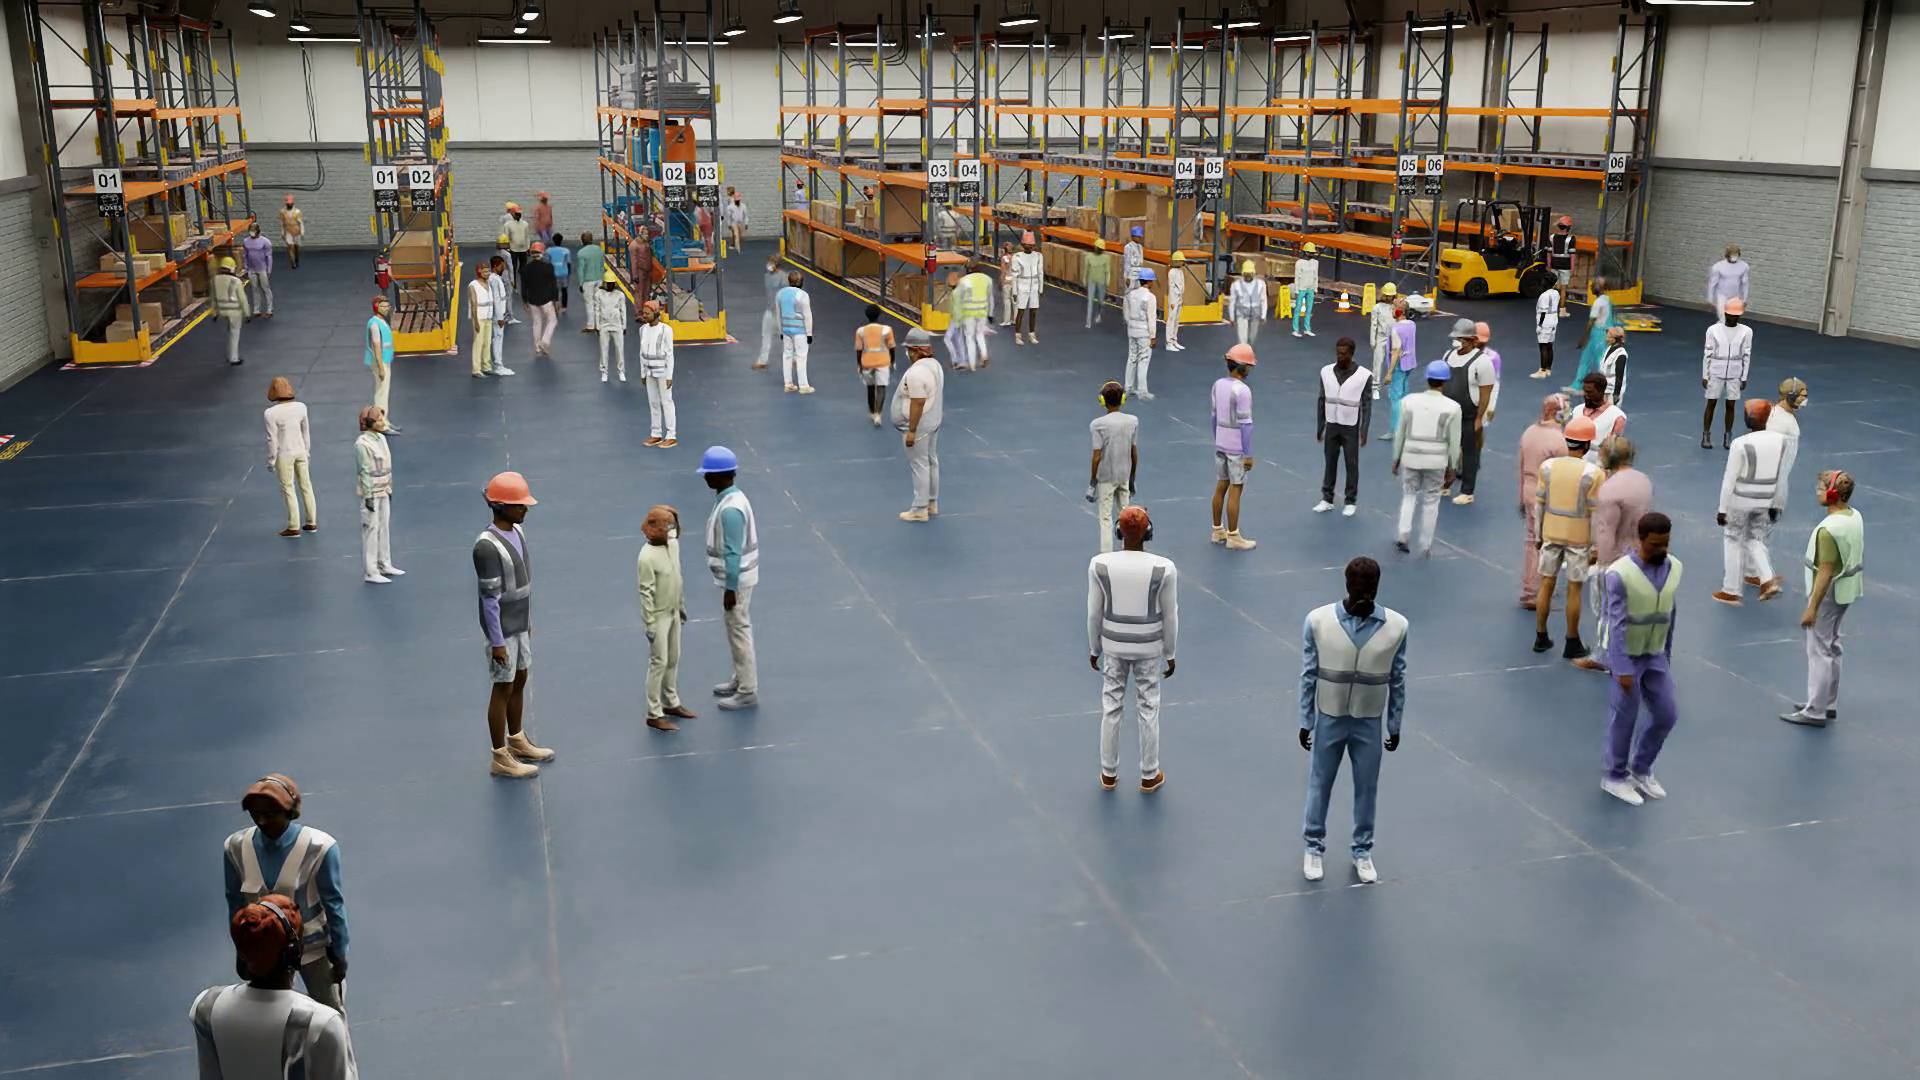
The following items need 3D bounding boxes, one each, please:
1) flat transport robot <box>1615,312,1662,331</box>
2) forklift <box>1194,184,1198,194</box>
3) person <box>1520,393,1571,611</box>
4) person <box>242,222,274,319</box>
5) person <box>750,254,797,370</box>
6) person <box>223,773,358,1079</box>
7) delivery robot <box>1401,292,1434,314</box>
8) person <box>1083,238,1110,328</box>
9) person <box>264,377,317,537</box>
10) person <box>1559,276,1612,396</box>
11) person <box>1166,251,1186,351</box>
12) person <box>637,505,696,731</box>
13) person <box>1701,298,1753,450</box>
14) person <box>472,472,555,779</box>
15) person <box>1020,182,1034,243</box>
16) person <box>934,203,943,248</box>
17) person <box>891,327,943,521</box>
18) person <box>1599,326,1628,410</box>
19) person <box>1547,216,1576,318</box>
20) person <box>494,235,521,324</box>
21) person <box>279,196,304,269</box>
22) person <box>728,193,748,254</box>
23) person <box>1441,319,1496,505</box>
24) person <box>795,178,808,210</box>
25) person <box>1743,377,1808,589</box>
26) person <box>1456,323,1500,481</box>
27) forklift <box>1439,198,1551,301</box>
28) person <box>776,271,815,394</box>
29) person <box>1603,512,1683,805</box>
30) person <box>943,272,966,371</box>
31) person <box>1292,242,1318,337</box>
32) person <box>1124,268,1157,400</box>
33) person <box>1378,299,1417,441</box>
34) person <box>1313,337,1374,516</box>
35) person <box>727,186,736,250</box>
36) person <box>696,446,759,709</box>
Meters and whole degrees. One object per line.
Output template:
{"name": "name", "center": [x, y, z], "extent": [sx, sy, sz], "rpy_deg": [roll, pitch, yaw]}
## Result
{"name": "flat transport robot", "center": [13.153, -4.234, 32.259], "extent": [0.652, 0.197, 1.431], "rpy_deg": [3, 15, 13]}
{"name": "forklift", "center": [7.392, -11.333, 53.972], "extent": [1.873, 2.768, 1.129], "rpy_deg": [-4, 15, -15]}
{"name": "person", "center": [5.121, -0.335, 14.478], "extent": [0.400, 1.908, 0.644], "rpy_deg": [-3, 15, -10]}
{"name": "person", "center": [-14.160, -5.429, 33.562], "extent": [0.632, 1.940, 0.372], "rpy_deg": [2, 15, 9]}
{"name": "person", "center": [-3.013, -3.744, 27.317], "extent": [0.925, 1.897, 0.643], "rpy_deg": [-14, 20, -41]}
{"name": "person", "center": [-2.851, 1.759, 7.110], "extent": [0.514, 1.631, 0.318], "rpy_deg": [1, 15, 3]}
{"name": "delivery robot", "center": [9.177, -4.763, 33.529], "extent": [0.707, 0.478, 0.477], "rpy_deg": [-4, 15, -15]}
{"name": "person", "center": [2.655, -5.042, 32.524], "extent": [0.533, 1.730, 0.709], "rpy_deg": [-1, 15, -2]}
{"name": "person", "center": [-6.808, -0.842, 16.883], "extent": [0.282, 1.633, 0.501], "rpy_deg": [8, 17, 29]}
{"name": "person", "center": [9.303, -2.983, 24.592], "extent": [0.875, 1.805, 0.542], "rpy_deg": [9, 17, 30]}
{"name": "person", "center": [3.827, -4.223, 29.398], "extent": [0.294, 1.744, 0.485], "rpy_deg": [7, 17, 26]}
{"name": "person", "center": [-2.084, 0.539, 11.710], "extent": [0.277, 1.623, 0.511], "rpy_deg": [5, 16, 17]}
{"name": "person", "center": [9.693, -2.100, 21.058], "extent": [0.544, 1.930, 0.388], "rpy_deg": [4, 15, 15]}
{"name": "person", "center": [-2.922, 0.552, 10.881], "extent": [0.404, 2.035, 0.606], "rpy_deg": [1, 15, 5]}
{"name": "person", "center": [2.044, -10.040, 51.043], "extent": [0.521, 1.874, 0.328], "rpy_deg": [-8, 17, -28]}
{"name": "person", "center": [-0.598, -9.242, 48.285], "extent": [0.296, 1.744, 0.493], "rpy_deg": [-1, 15, -5]}
{"name": "person", "center": [-0.465, -1.229, 17.563], "extent": [0.537, 2.000, 0.689], "rpy_deg": [5, 16, 18]}
{"name": "person", "center": [8.090, -1.836, 20.639], "extent": [0.313, 1.633, 0.518], "rpy_deg": [1, 15, 2]}
{"name": "person", "center": [12.230, -5.554, 33.824], "extent": [0.367, 2.048, 0.607], "rpy_deg": [-13, 20, -41]}
{"name": "person", "center": [-8.995, -5.165, 32.945], "extent": [0.487, 1.744, 0.294], "rpy_deg": [11, 18, 35]}
{"name": "person", "center": [-17.520, -8.082, 43.661], "extent": [0.553, 1.892, 0.994], "rpy_deg": [-5, 16, -19]}
{"name": "person", "center": [-6.404, -9.124, 47.863], "extent": [0.574, 1.733, 0.703], "rpy_deg": [-7, 16, -25]}
{"name": "person", "center": [5.465, -1.413, 18.253], "extent": [0.536, 2.000, 0.683], "rpy_deg": [-8, 17, -29]}
{"name": "person", "center": [-4.944, -10.252, 51.714], "extent": [0.357, 1.938, 0.542], "rpy_deg": [11, 19, 37]}
{"name": "person", "center": [7.400, -0.519, 15.106], "extent": [0.379, 1.932, 0.629], "rpy_deg": [9, 17, 29]}
{"name": "person", "center": [6.022, -1.635, 19.456], "extent": [0.548, 1.845, 1.065], "rpy_deg": [8, 17, 28]}
{"name": "forklift", "center": [11.913, -6.508, 37.130], "extent": [2.313, 2.155, 1.214], "rpy_deg": [-4, 15, -15]}
{"name": "person", "center": [-2.471, -3.135, 25.122], "extent": [0.631, 1.839, 0.428], "rpy_deg": [10, 18, 34]}
{"name": "person", "center": [4.276, 0.743, 10.421], "extent": [0.619, 1.891, 0.501], "rpy_deg": [-5, 16, -20]}
{"name": "person", "center": [-0.112, -3.561, 27.148], "extent": [0.496, 1.613, 0.524], "rpy_deg": [0, 15, 1]}
{"name": "person", "center": [6.470, -4.675, 31.076], "extent": [0.526, 1.760, 0.340], "rpy_deg": [-7, 17, -26]}
{"name": "person", "center": [2.713, -3.056, 24.643], "extent": [0.432, 1.938, 0.609], "rpy_deg": [-9, 17, -29]}
{"name": "person", "center": [5.712, -2.203, 21.605], "extent": [0.388, 1.844, 0.564], "rpy_deg": [11, 18, 35]}
{"name": "person", "center": [4.097, -1.223, 17.779], "extent": [0.594, 1.915, 0.375], "rpy_deg": [11, 18, 35]}
{"name": "person", "center": [-6.692, -9.495, 49.060], "extent": [0.341, 1.839, 0.504], "rpy_deg": [0, 15, -1]}
{"name": "person", "center": [-1.678, 0.267, 12.136], "extent": [0.426, 1.937, 0.624], "rpy_deg": [-3, 15, -11]}
